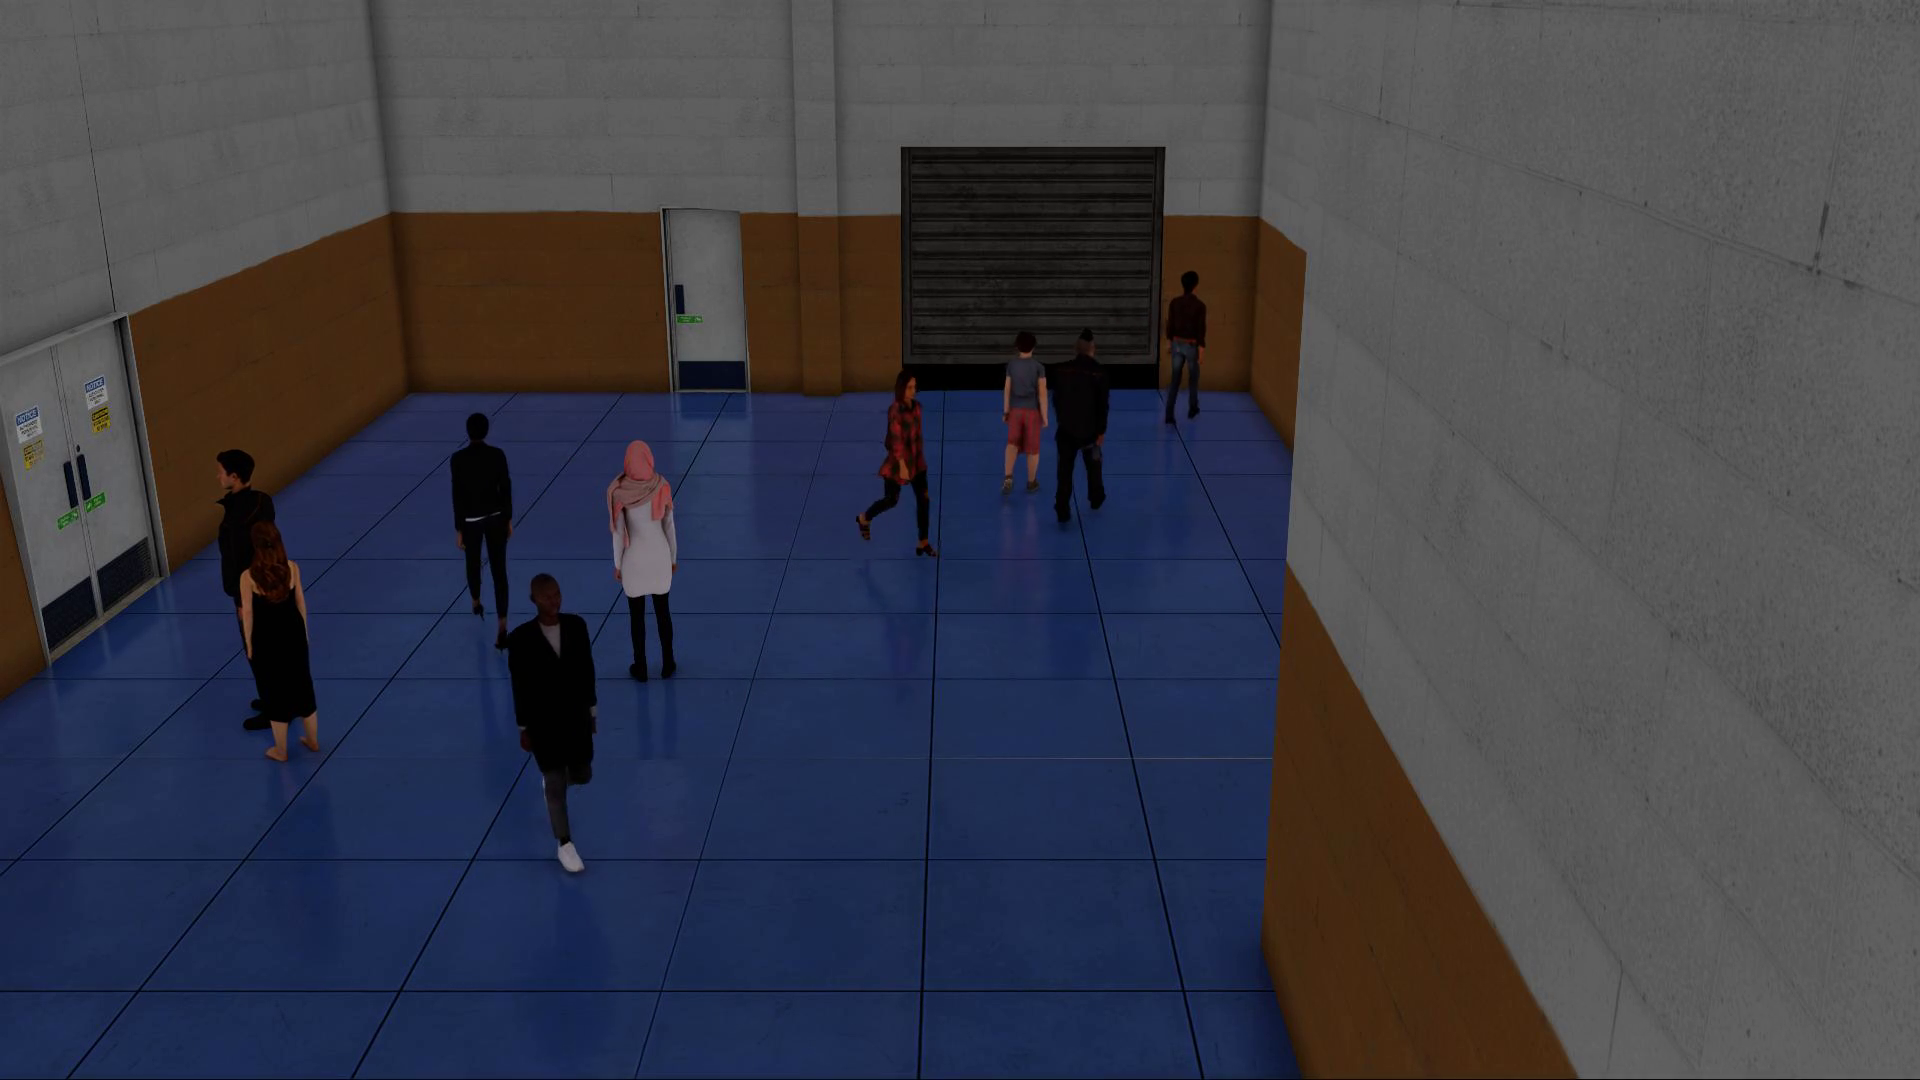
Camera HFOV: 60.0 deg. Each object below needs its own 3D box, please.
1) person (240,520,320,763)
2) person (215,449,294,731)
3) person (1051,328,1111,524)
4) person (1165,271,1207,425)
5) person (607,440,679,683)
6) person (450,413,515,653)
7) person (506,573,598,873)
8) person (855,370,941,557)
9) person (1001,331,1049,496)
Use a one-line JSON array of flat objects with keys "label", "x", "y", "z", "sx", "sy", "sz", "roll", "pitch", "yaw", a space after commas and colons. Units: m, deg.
[{"label": "person", "x": -4.420, "y": 0.653, "z": 10.807, "sx": 0.664, "sy": 1.624, "sz": 0.726, "roll": -17, "pitch": 25, "yaw": -41}, {"label": "person", "x": -4.788, "y": 0.315, "z": 11.307, "sx": 0.660, "sy": 1.946, "sz": 0.745, "roll": -4, "pitch": 19, "yaw": -11}, {"label": "person", "x": 1.075, "y": -1.034, "z": 15.468, "sx": 1.189, "sy": 1.820, "sz": 1.082, "roll": 7, "pitch": 20, "yaw": 21}, {"label": "person", "x": 2.523, "y": -2.137, "z": 18.901, "sx": 1.168, "sy": 1.740, "sz": 1.066, "roll": 10, "pitch": 21, "yaw": 27}, {"label": "person", "x": -2.274, "y": 0.147, "z": 12.026, "sx": 0.649, "sy": 1.804, "sz": 0.774, "roll": -6, "pitch": 20, "yaw": -18}, {"label": "person", "x": -3.562, "y": -0.017, "z": 12.557, "sx": 1.172, "sy": 1.777, "sz": 0.969, "roll": -8, "pitch": 20, "yaw": -21}, {"label": "person", "x": -2.348, "y": 1.007, "z": 9.569, "sx": 0.998, "sy": 1.745, "sz": 1.002, "roll": -12, "pitch": 22, "yaw": -32}, {"label": "person", "x": -0.566, "y": -0.660, "z": 14.629, "sx": 1.143, "sy": 1.670, "sz": 1.013, "roll": 14, "pitch": 23, "yaw": 36}, {"label": "person", "x": 0.616, "y": -1.208, "z": 16.291, "sx": 0.955, "sy": 1.634, "sz": 0.821, "roll": 5, "pitch": 19, "yaw": 14}]
